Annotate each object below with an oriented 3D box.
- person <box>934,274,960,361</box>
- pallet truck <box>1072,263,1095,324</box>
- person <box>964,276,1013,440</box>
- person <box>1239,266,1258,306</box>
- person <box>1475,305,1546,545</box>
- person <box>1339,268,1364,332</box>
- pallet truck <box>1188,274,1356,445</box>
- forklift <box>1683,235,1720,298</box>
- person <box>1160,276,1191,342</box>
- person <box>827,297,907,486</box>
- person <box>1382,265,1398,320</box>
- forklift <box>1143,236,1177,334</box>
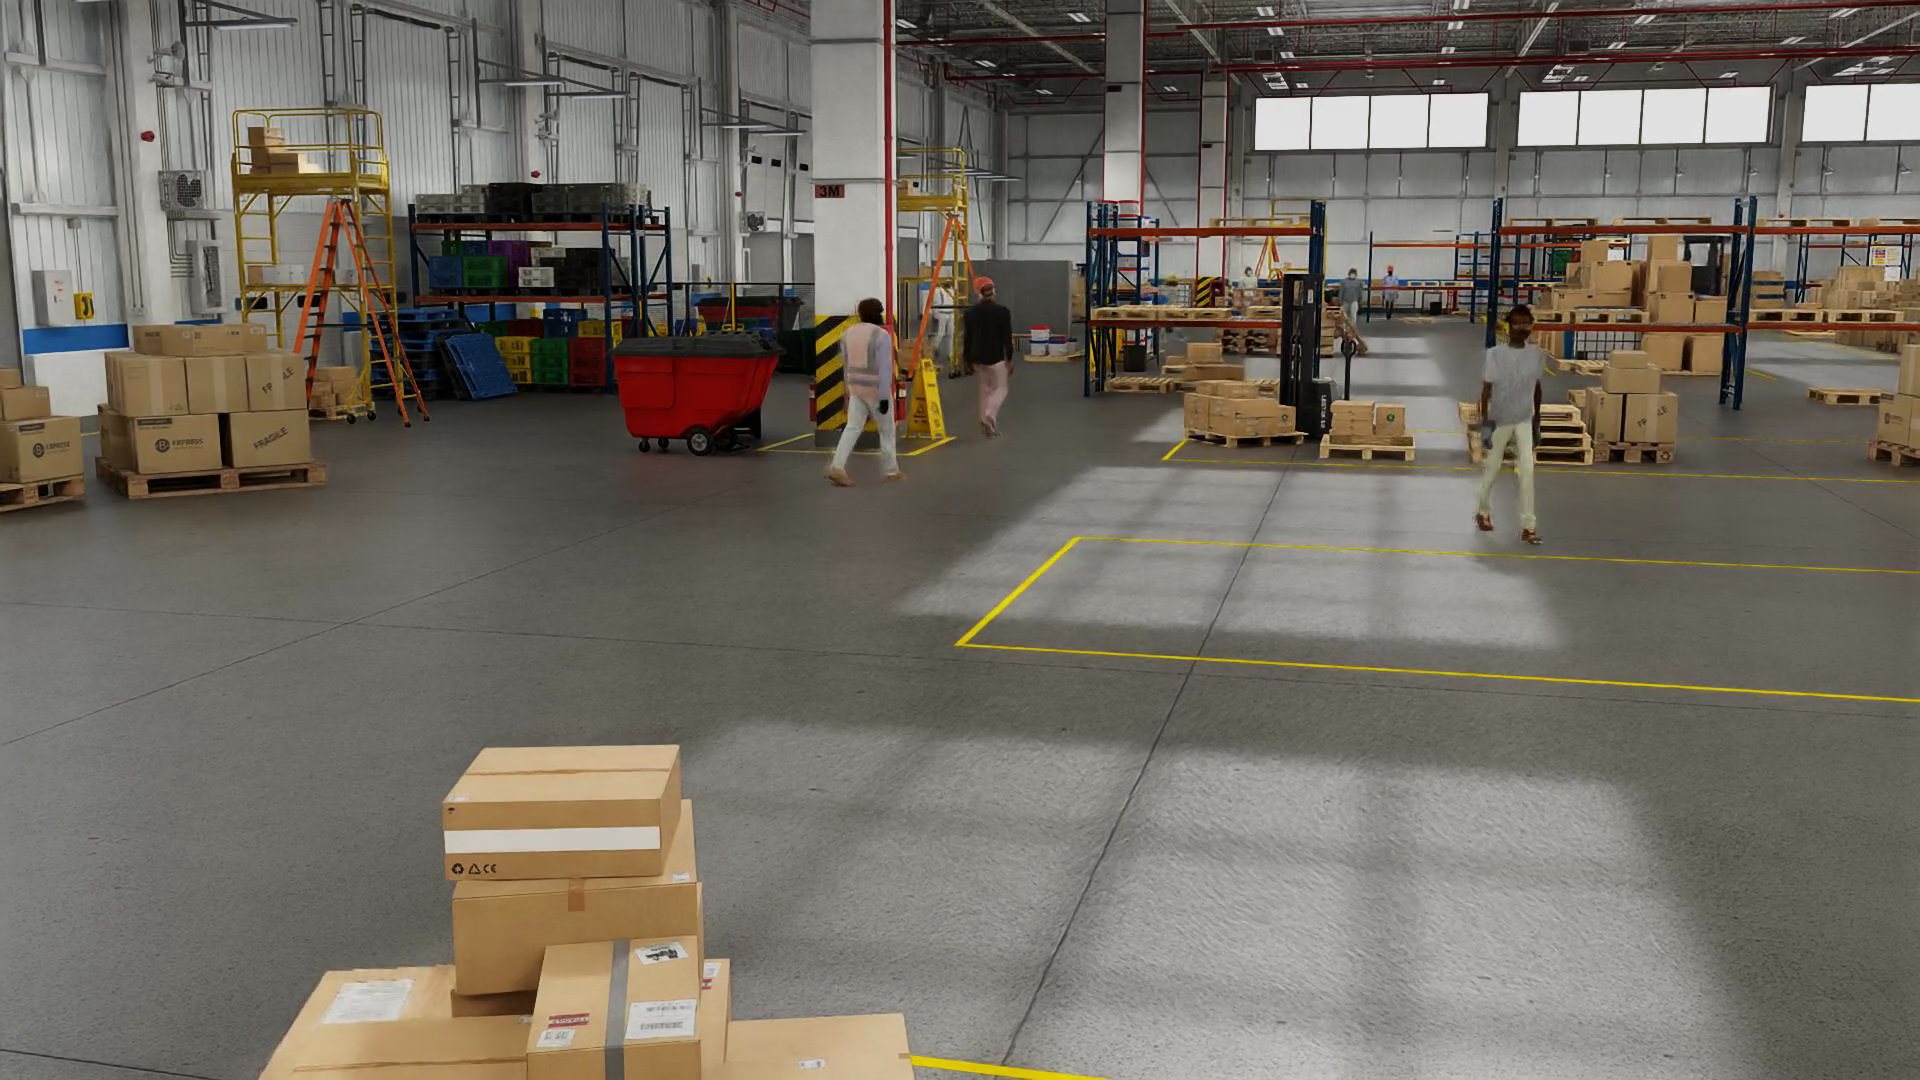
[{"bbox_3d":[-0.295,-4.713,35.139,0.604,1.868,0.634,-4,10,-22],"label":"person"},{"bbox_3d":[4.325,-8.180,55.162,0.823,1.965,1.885,6,11,31],"label":"pallet truck"},{"bbox_3d":[0.341,-2.160,19.838,0.642,1.953,0.485,5,11,26],"label":"person"},{"bbox_3d":[9.030,-7.644,52.268,0.633,1.913,0.837,-3,10,-19],"label":"person"},{"bbox_3d":[4.275,-0.912,12.912,0.549,1.824,0.996,0,10,-2],"label":"person"},{"bbox_3d":[10.642,-6.449,45.264,0.632,1.909,0.968,3,10,17],"label":"person"},{"bbox_3d":[3.653,-2.138,19.590,1.885,1.965,0.823,-4,10,-20],"label":"pallet truck"},{"bbox_3d":[21.792,-7.591,49.102,1.873,2.768,1.129,-9,13,-43],"label":"forklift"},{"bbox_3d":[5.553,-5.972,42.996,0.866,1.697,0.512,-3,10,-16],"label":"person"},{"bbox_3d":[-0.910,-1.407,15.861,0.634,1.808,0.930,8,13,39],"label":"person"},{"bbox_3d":[15.194,-8.757,58.799,0.546,1.917,0.771,2,10,9],"label":"person"},{"bbox_3d":[5.166,-7.243,47.052,1.873,2.768,1.129,2,10,14],"label":"forklift"}]
